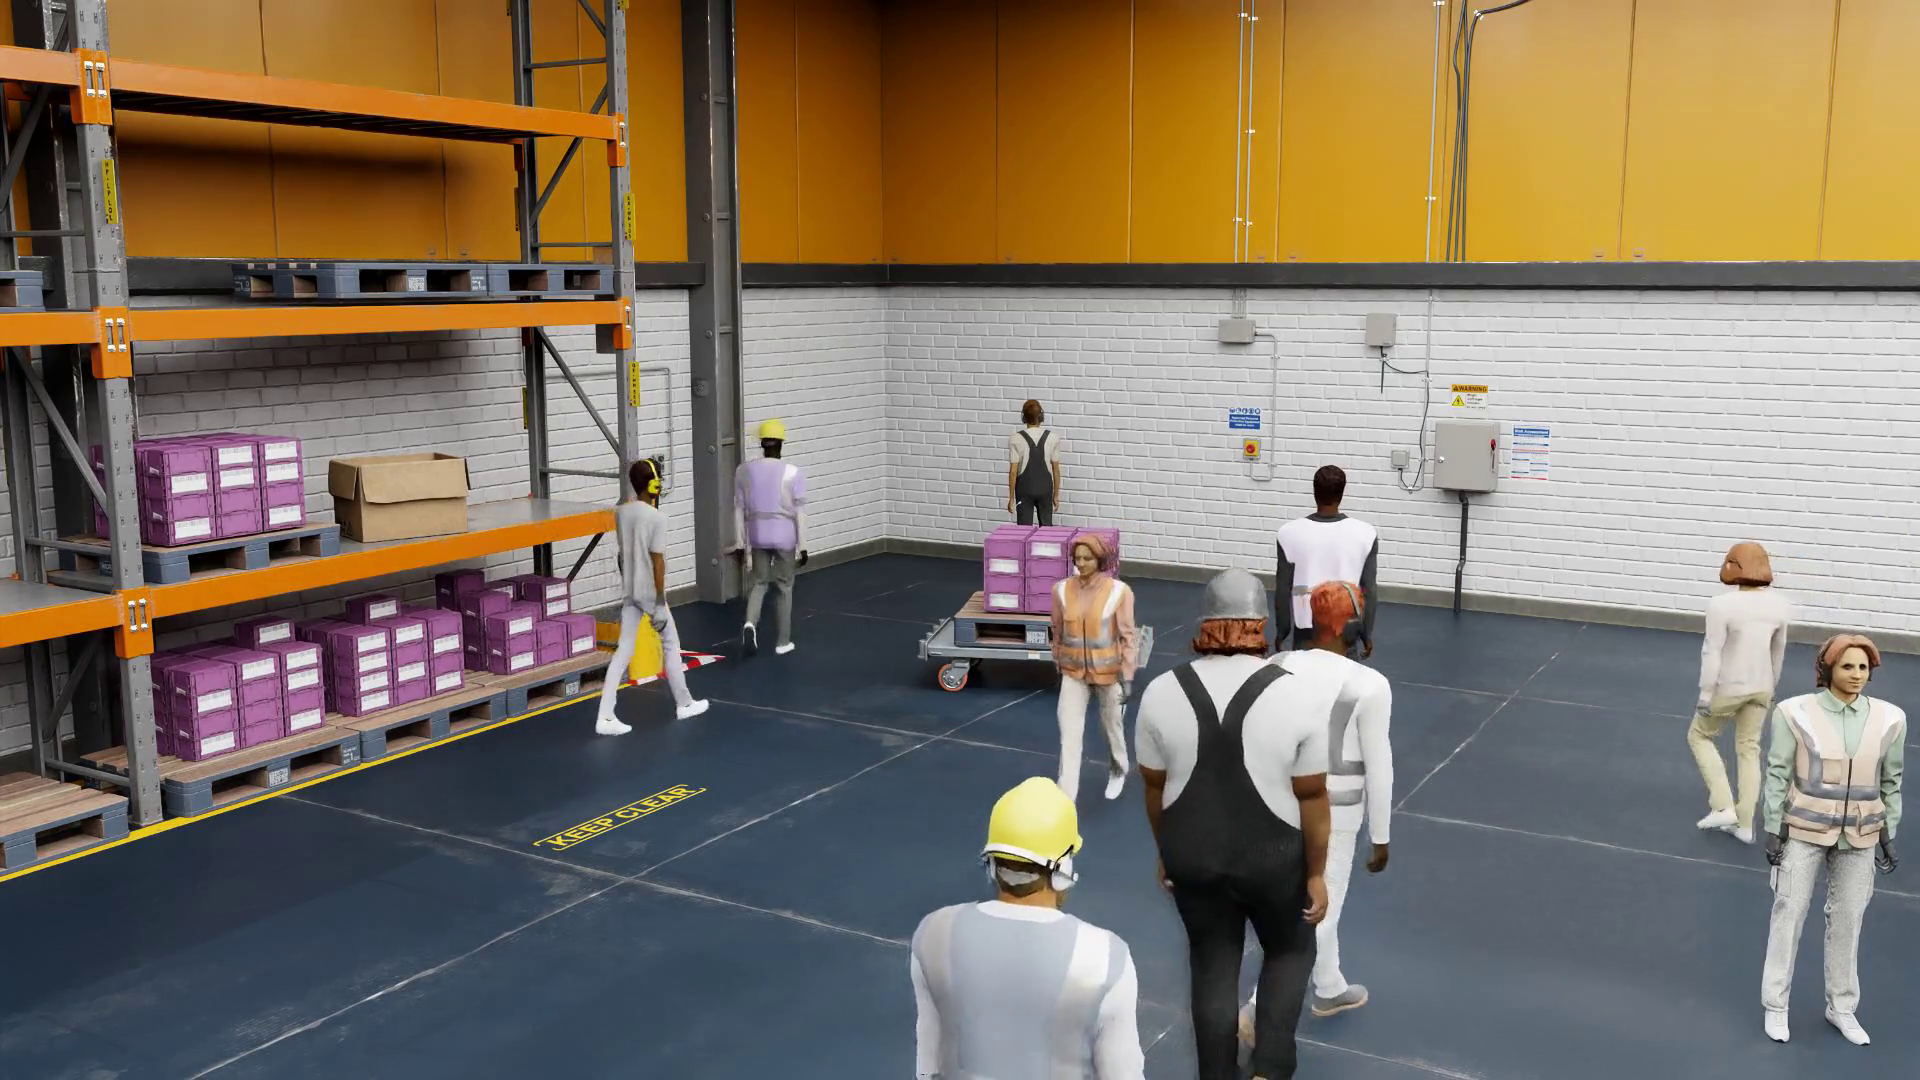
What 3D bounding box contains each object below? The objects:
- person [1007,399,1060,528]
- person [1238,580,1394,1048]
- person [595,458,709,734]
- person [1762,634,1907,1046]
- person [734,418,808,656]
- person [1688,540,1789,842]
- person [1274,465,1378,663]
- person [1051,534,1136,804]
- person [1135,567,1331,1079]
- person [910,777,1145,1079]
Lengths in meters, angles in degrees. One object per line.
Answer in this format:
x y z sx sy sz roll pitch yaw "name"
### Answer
0.698 -0.414 15.822 0.506 1.843 0.350 -2 9 -9 "person"
1.360 1.083 6.492 0.893 1.853 0.586 -8 12 -40 "person"
-2.101 0.363 11.056 0.540 1.823 0.971 6 11 34 "person"
3.427 1.170 6.555 0.515 1.645 0.309 1 9 6 "person"
-1.500 0.001 13.064 0.585 1.901 0.651 2 9 12 "person"
4.158 0.806 8.903 0.520 1.617 0.370 -2 9 -12 "person"
2.138 0.519 9.763 0.590 1.919 0.395 1 9 8 "person"
0.766 0.746 9.346 0.523 1.603 0.838 4 10 23 "person"
0.975 1.080 5.881 0.700 2.000 0.541 4 10 24 "person"
0.151 1.488 4.074 0.597 1.808 0.711 4 10 22 "person"
